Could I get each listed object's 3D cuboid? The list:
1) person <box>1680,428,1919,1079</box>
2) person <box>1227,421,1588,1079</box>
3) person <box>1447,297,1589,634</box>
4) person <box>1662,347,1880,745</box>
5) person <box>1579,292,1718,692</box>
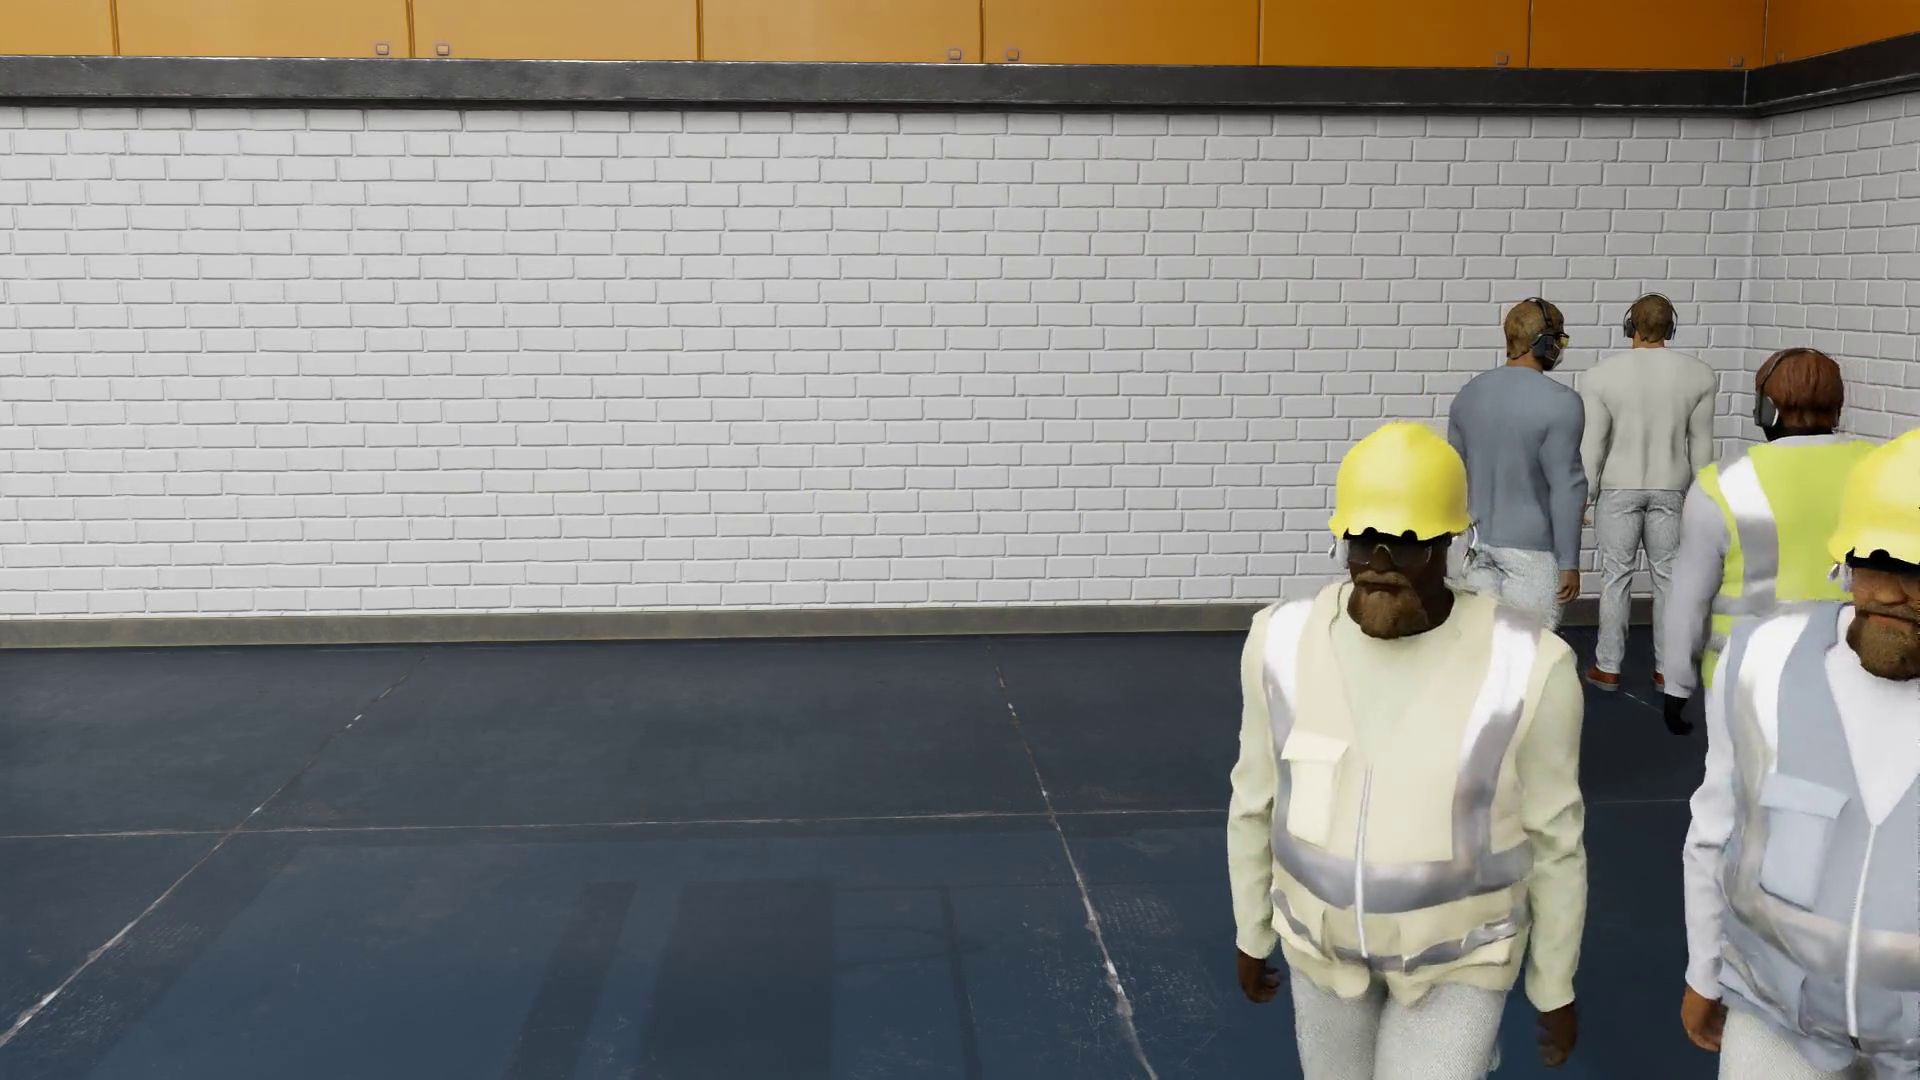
[{"bbox_3d":[1.376,0.729,2.492,0.614,1.810,0.446,7,11,36],"label":"person"},{"bbox_3d":[0.801,0.669,2.965,0.611,1.799,0.807,6,11,32],"label":"person"},{"bbox_3d":[2.142,0.041,6.421,0.352,1.937,0.635,-5,10,-27],"label":"person"},{"bbox_3d":[2.261,0.390,4.572,0.656,1.828,0.451,1,9,3],"label":"person"},{"bbox_3d":[3.304,-0.222,8.068,0.627,1.940,0.370,2,9,9],"label":"person"}]
